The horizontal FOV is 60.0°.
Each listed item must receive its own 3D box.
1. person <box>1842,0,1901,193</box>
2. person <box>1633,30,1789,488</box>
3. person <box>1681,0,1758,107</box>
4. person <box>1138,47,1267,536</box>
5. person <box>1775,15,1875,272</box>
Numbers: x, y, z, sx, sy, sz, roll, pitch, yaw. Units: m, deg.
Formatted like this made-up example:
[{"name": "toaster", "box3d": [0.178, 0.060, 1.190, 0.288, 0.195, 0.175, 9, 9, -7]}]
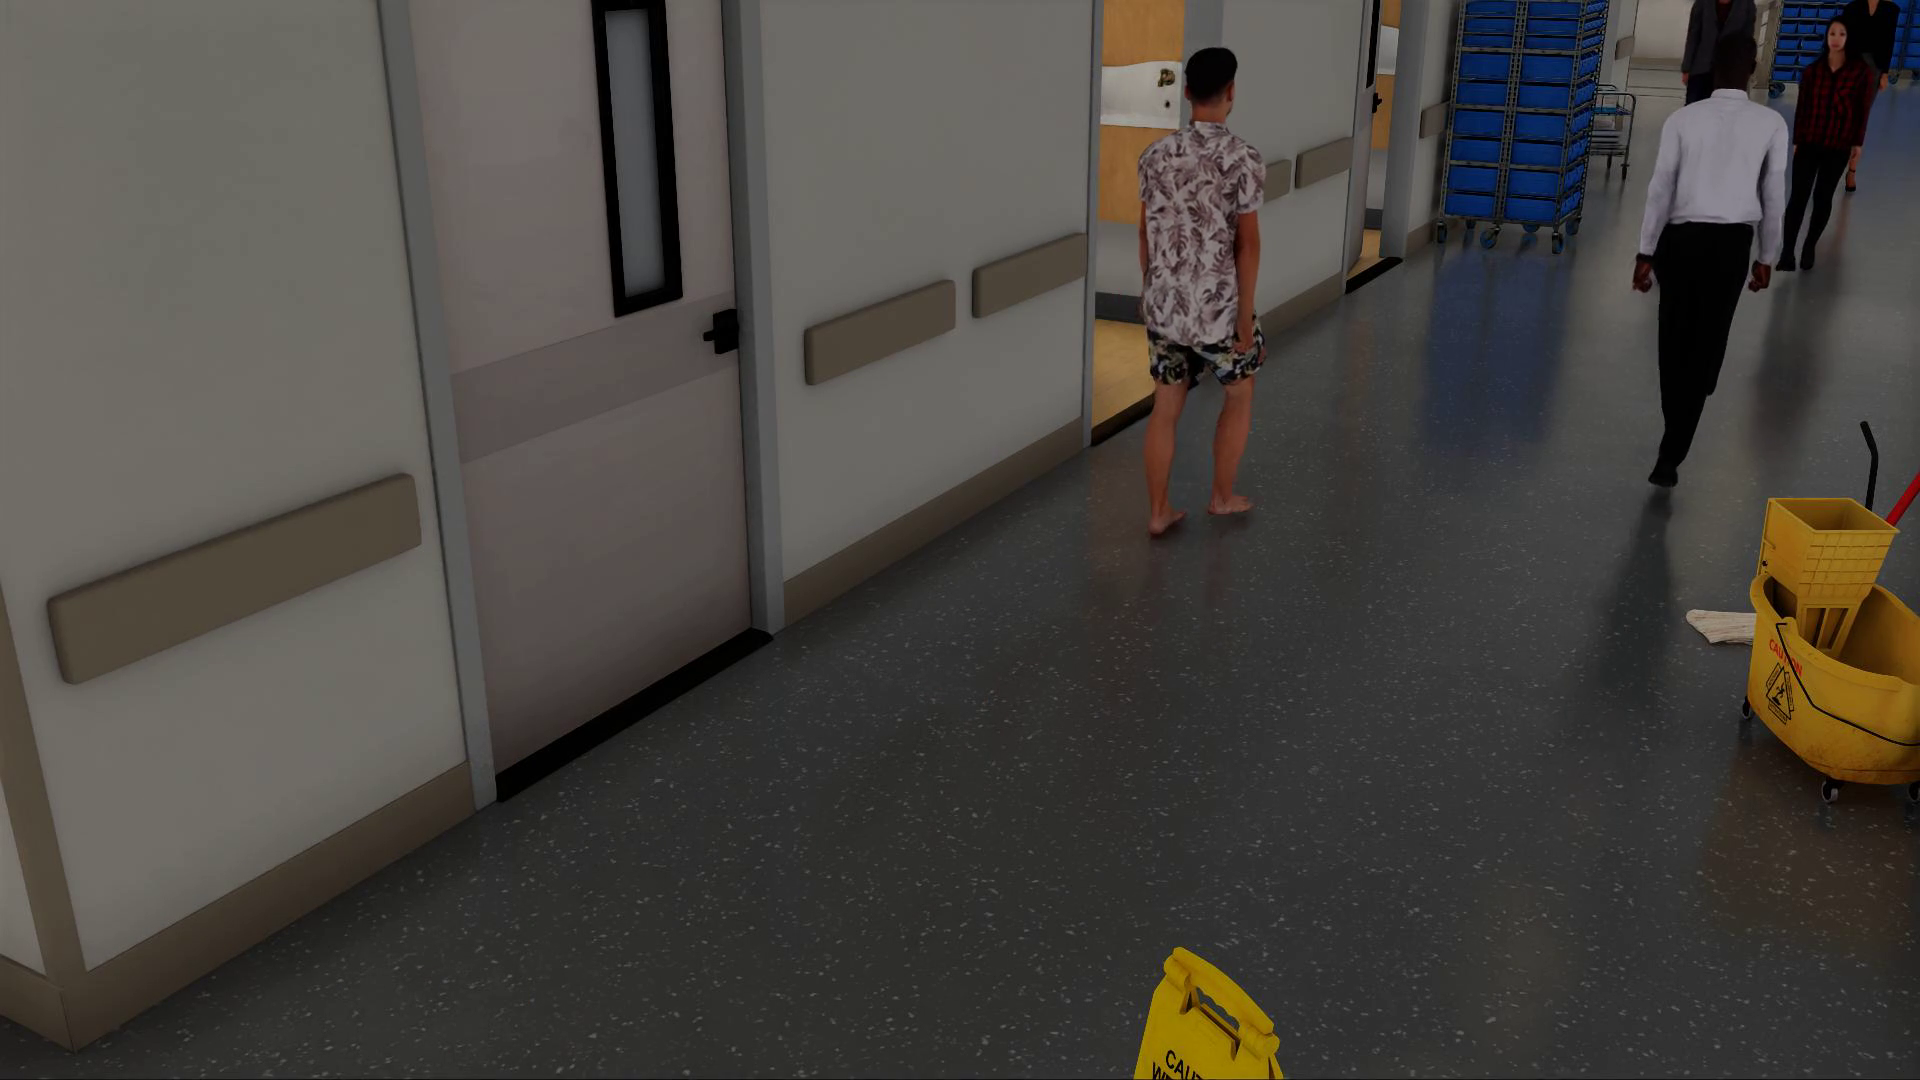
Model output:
[{"name": "person", "box3d": [7.594, -3.889, 14.072, 0.616, 1.844, 0.561, 9, 23, 23]}, {"name": "person", "box3d": [2.990, -1.064, 6.704, 0.694, 1.779, 1.305, 10, 23, 25]}, {"name": "person", "box3d": [6.610, -4.088, 14.584, 0.768, 1.854, 0.831, 8, 22, 20]}, {"name": "person", "box3d": [0.845, -0.869, 6.169, 0.704, 1.794, 0.758, 13, 24, 31]}, {"name": "person", "box3d": [5.689, -2.584, 10.920, 0.601, 1.635, 0.872, 12, 24, 28]}]
